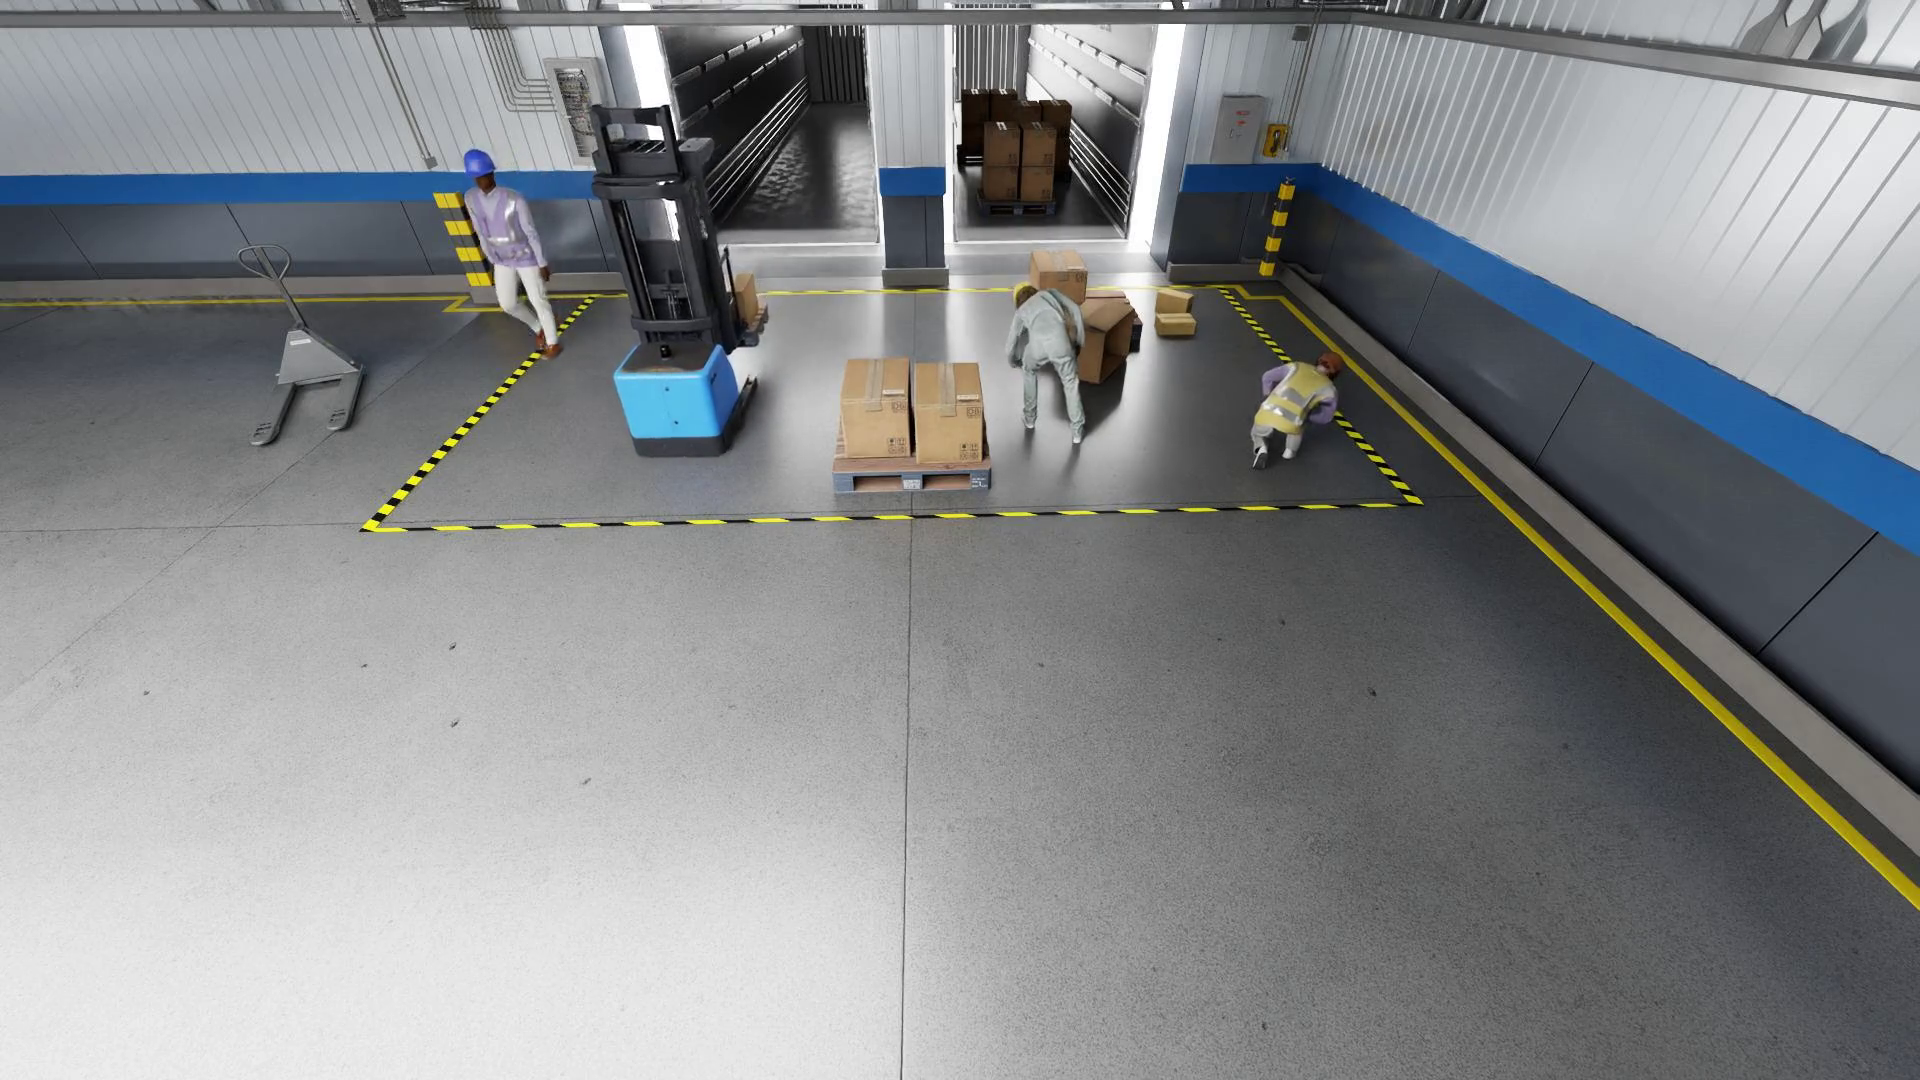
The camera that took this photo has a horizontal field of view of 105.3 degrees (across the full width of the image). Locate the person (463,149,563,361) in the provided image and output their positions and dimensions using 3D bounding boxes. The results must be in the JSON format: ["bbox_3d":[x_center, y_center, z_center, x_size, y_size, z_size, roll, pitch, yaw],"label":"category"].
[{"bbox_3d":[-4.210,-2.662,6.976,0.621,1.928,0.494,2,38,3],"label":"person"}]

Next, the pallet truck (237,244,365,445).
[{"bbox_3d":[-5.915,-1.733,6.366,0.680,1.201,1.601,-18,42,-21],"label":"pallet truck"}]

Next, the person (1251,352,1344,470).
[{"bbox_3d":[2.624,-1.042,5.880,0.637,0.824,0.918,25,45,28],"label":"person"}]

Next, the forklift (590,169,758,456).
[{"bbox_3d":[-2.280,-1.707,5.687,0.716,2.013,0.776,-1,38,-1],"label":"forklift"}]

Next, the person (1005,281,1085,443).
[{"bbox_3d":[0.750,-1.526,6.188,0.766,1.149,0.787,9,39,11],"label":"person"}]
